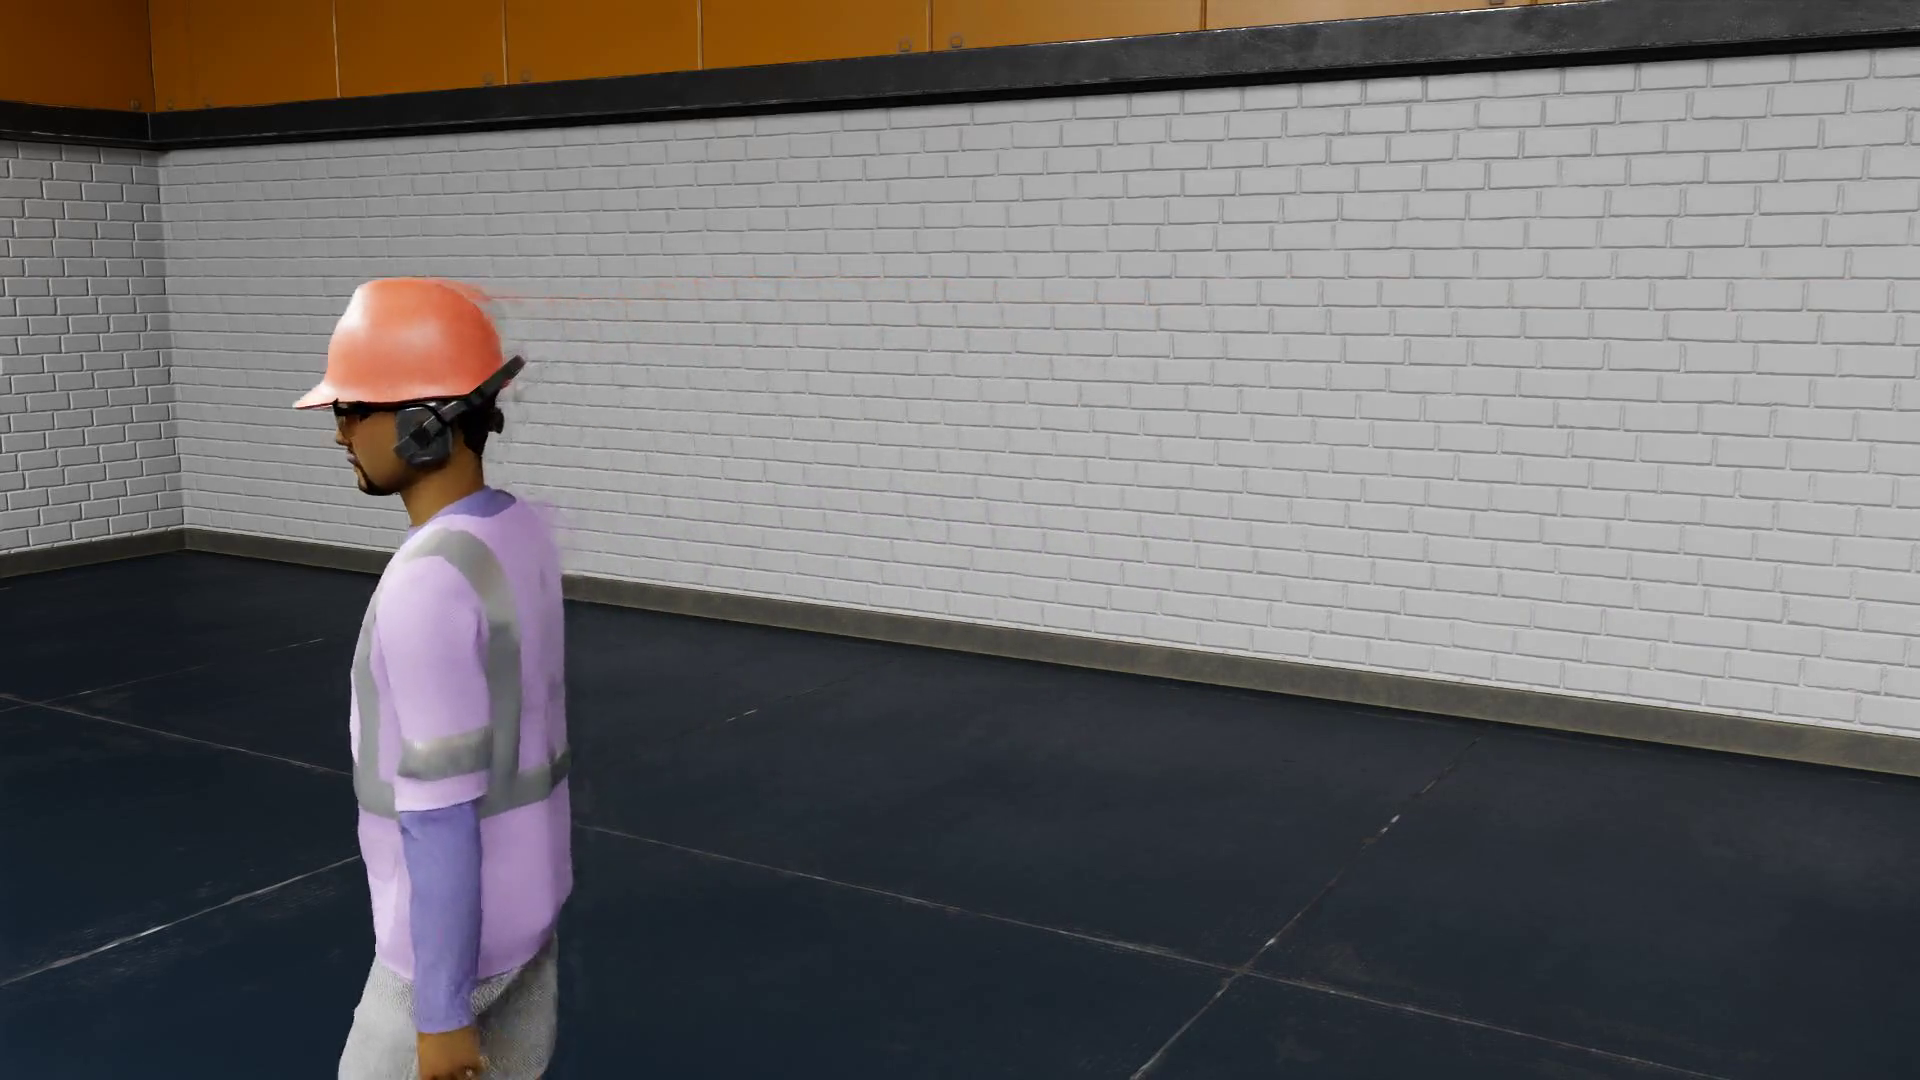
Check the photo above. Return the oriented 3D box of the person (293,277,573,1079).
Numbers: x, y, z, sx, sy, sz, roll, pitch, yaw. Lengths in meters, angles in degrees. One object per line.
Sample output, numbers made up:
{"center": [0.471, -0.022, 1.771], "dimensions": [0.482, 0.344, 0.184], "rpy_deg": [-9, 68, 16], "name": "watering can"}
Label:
{"center": [-0.738, 0.588, 2.711], "dimensions": [0.883, 2.020, 0.615], "rpy_deg": [0, 9, 1], "name": "person"}
